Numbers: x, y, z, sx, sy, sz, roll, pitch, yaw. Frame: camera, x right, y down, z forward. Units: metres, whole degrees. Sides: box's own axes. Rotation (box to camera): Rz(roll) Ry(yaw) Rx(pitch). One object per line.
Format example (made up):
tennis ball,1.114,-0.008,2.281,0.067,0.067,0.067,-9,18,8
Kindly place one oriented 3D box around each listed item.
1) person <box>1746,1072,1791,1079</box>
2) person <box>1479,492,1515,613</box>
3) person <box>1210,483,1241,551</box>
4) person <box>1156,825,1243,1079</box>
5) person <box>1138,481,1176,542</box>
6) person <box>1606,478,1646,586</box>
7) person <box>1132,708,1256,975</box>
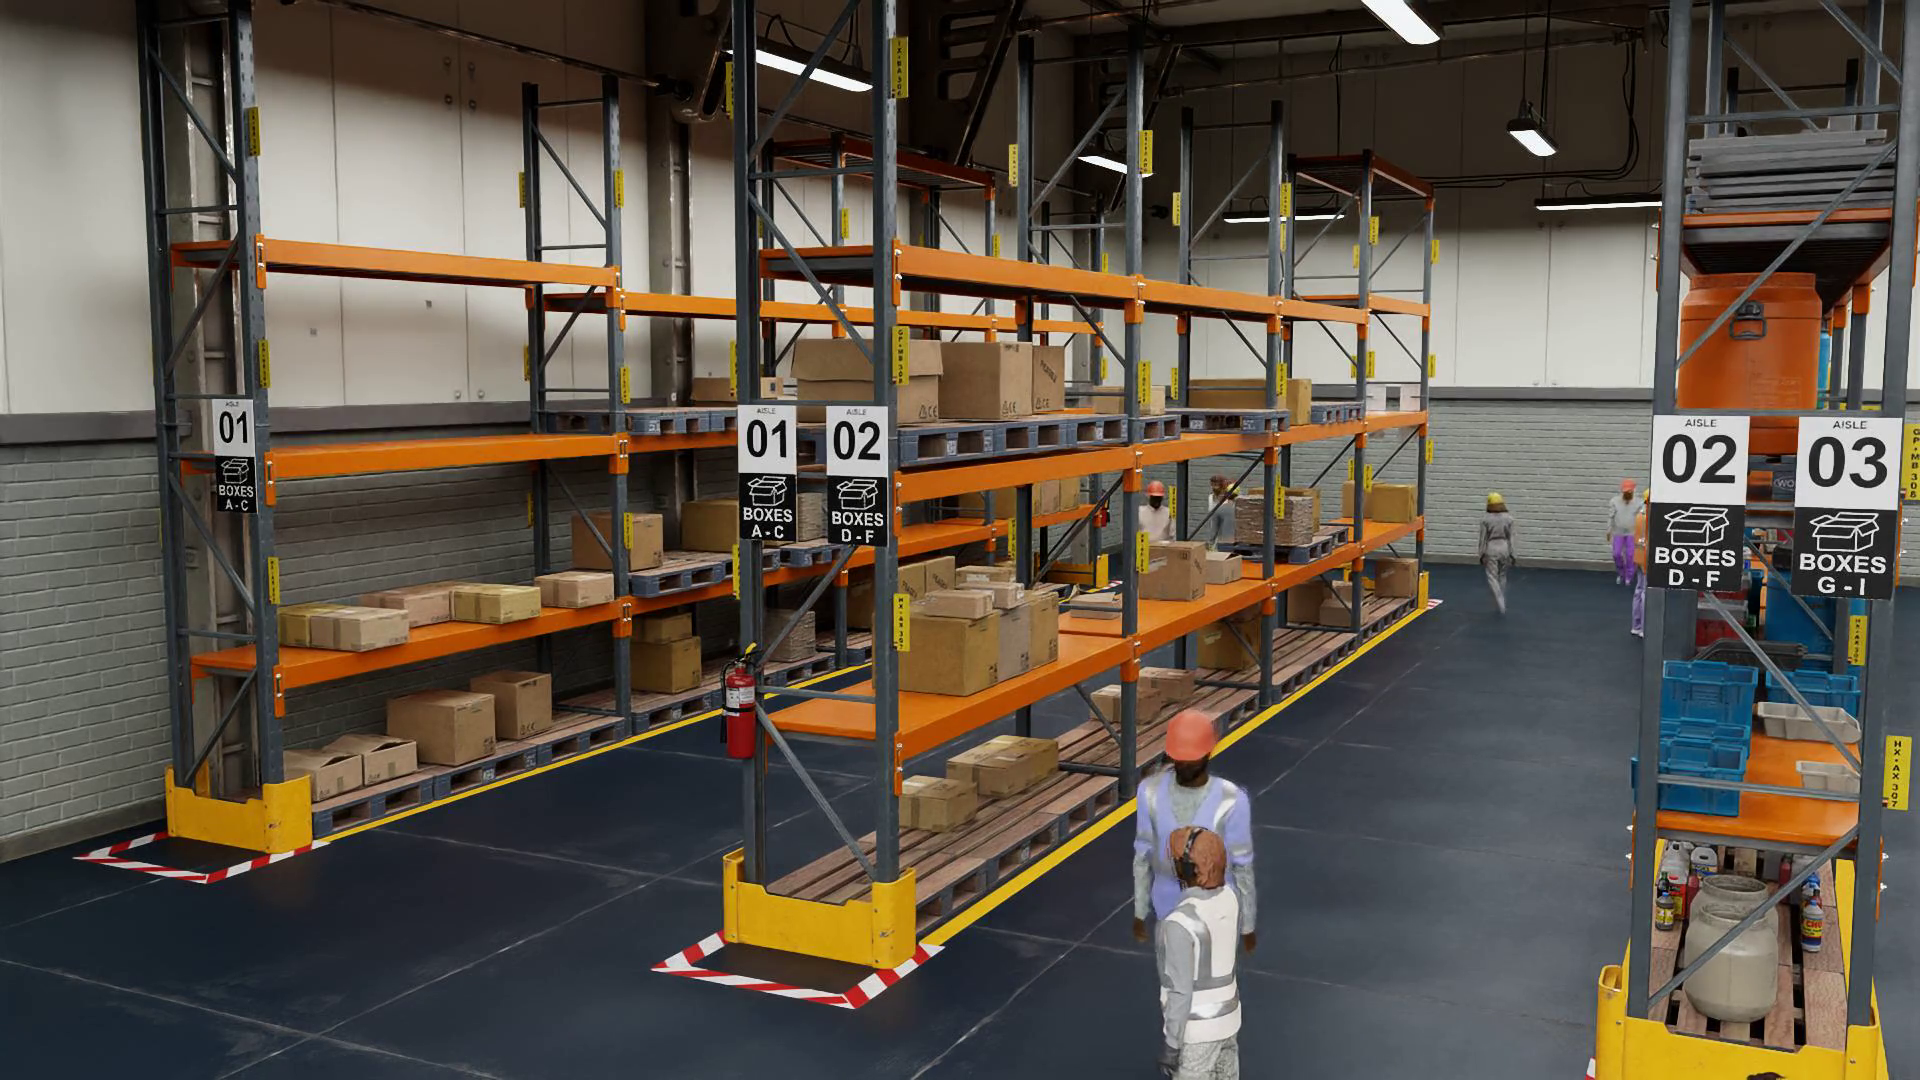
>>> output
person,1.809,2.111,3.783,0.518,1.870,0.323,-3,7,-30
person,7.533,0.190,23.255,0.508,1.713,0.700,0,6,0
person,4.003,0.025,24.678,0.566,1.738,0.533,1,6,12
person,0.949,1.936,6.579,0.313,1.642,0.513,4,7,36
person,2.538,0.231,21.577,0.654,1.964,0.836,0,6,-1
person,10.487,-0.127,26.206,0.587,1.725,0.489,3,7,29
person,1.118,1.682,7.770,0.565,1.911,0.791,3,7,27
